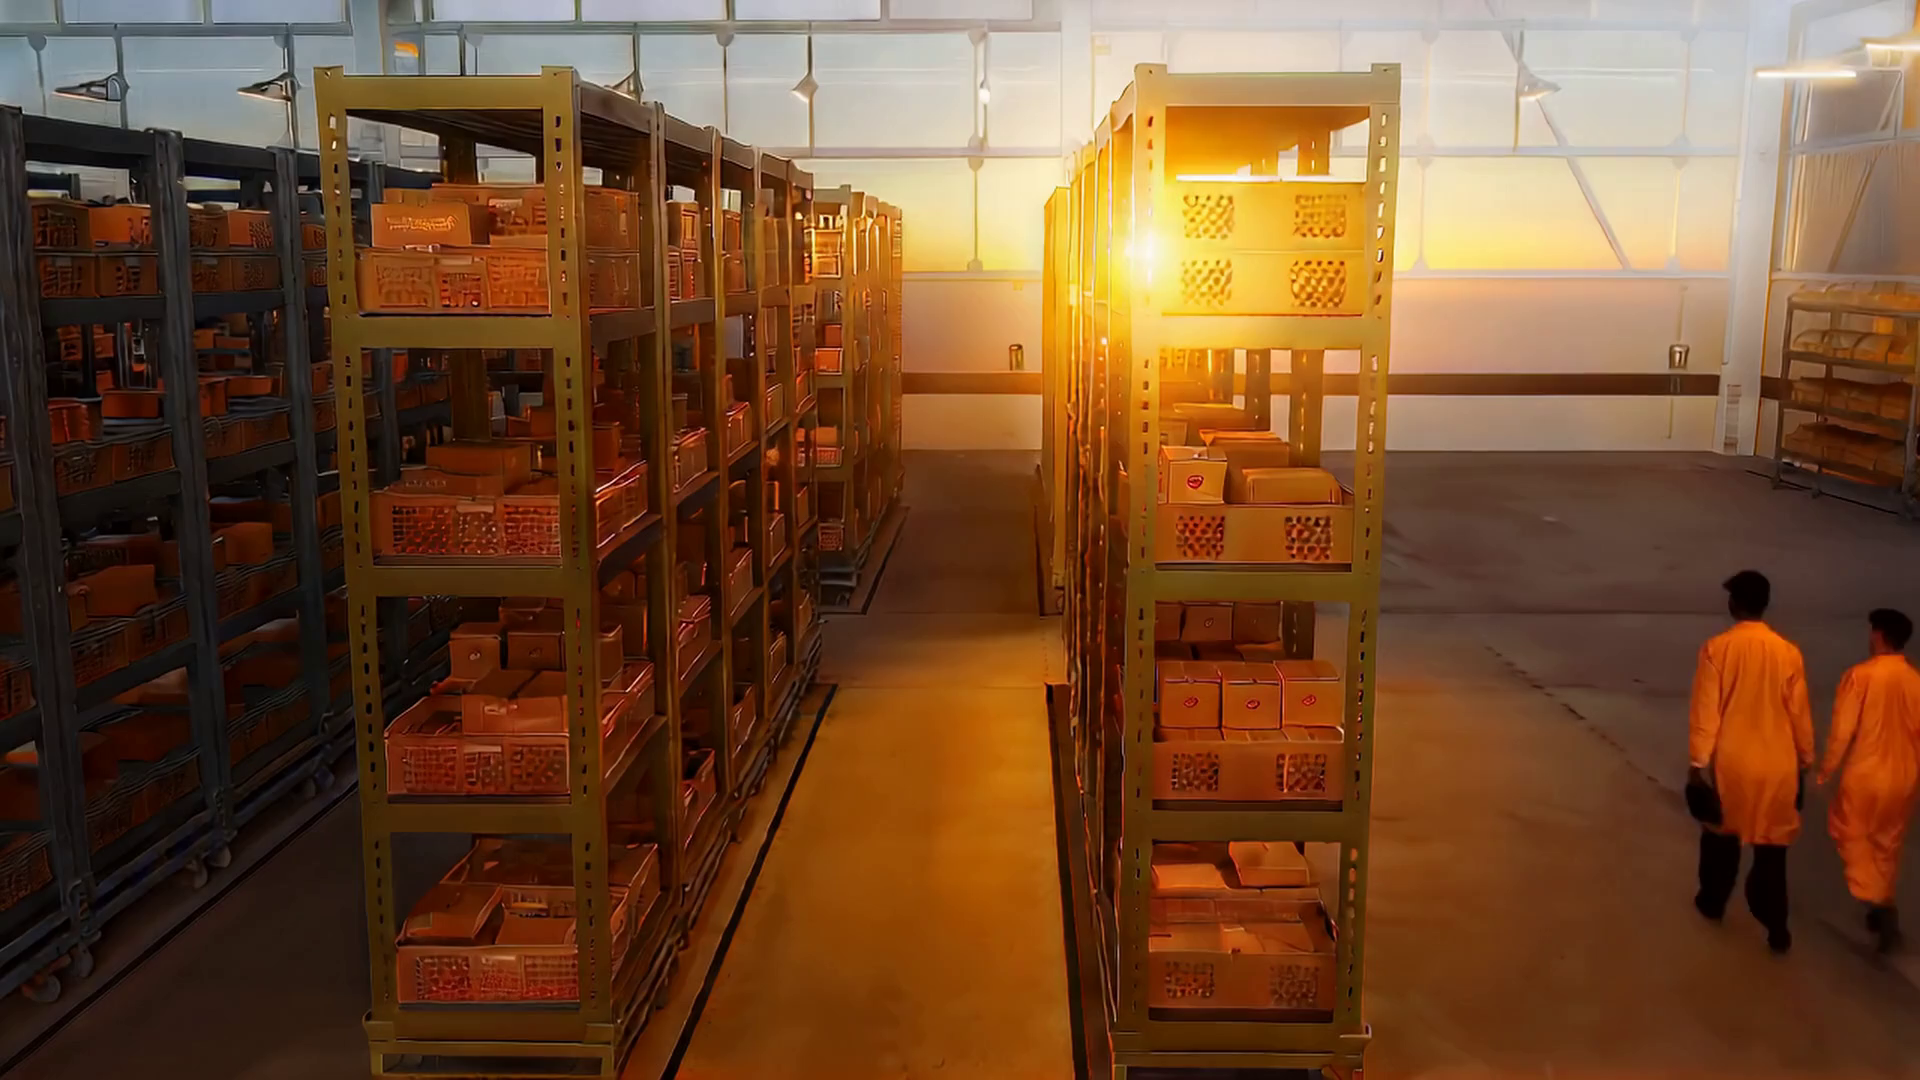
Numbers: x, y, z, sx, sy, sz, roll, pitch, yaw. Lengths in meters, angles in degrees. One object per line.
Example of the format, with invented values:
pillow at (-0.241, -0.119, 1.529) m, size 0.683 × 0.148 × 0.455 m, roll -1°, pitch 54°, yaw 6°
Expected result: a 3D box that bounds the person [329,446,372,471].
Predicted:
person at (-4.695, -0.138, 12.812) m, size 0.368 × 1.996 × 0.622 m, roll -5°, pitch 11°, yaw -25°
